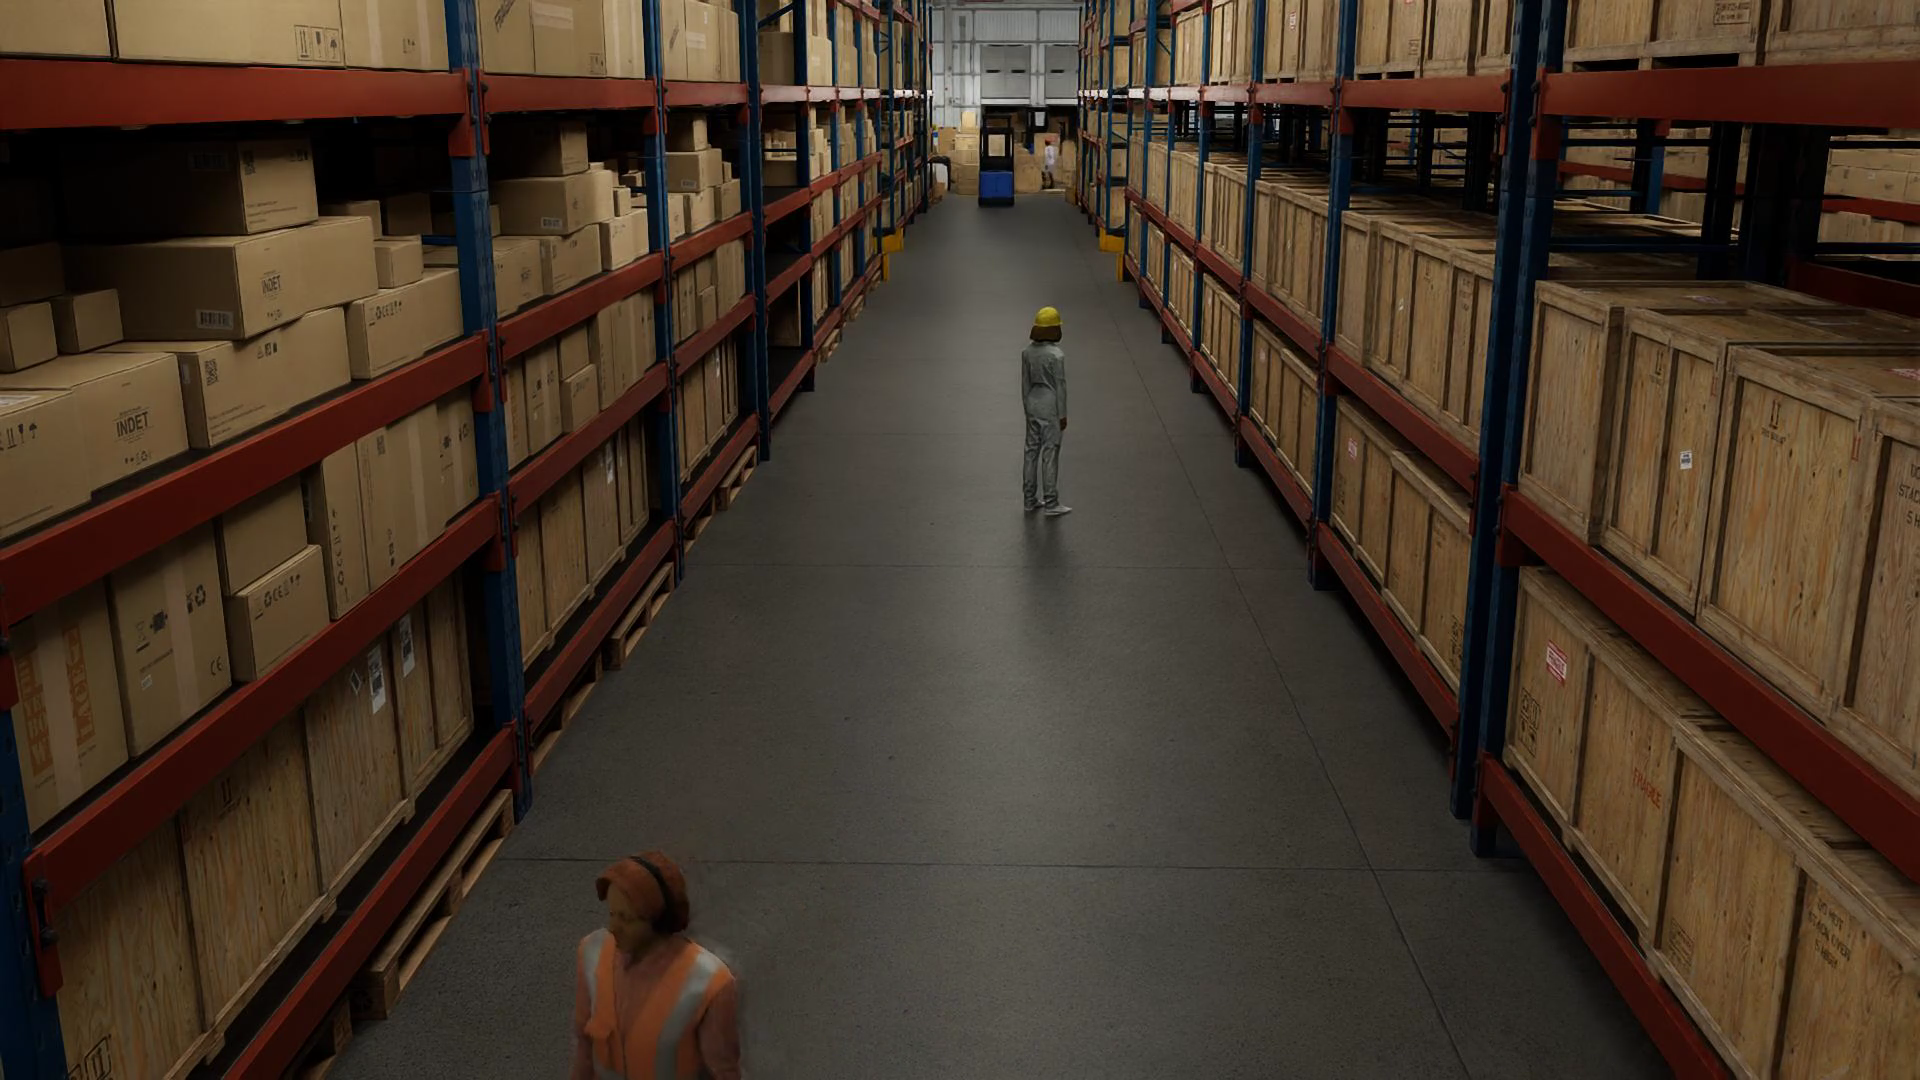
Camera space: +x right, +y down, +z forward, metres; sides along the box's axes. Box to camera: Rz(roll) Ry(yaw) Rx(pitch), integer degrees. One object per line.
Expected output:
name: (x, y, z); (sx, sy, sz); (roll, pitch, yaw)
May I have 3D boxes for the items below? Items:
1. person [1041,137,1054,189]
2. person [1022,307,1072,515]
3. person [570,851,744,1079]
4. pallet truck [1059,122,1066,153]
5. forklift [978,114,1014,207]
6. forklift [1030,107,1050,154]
person: (3.166, -13.857, 61.185); (0.752, 1.908, 0.568); (10, 18, 33)
person: (0.725, -1.083, 13.977); (0.294, 1.744, 0.484); (-13, 20, -40)
person: (-0.766, 1.544, 4.468); (0.530, 1.606, 0.821); (9, 17, 30)
pallet truck: (5.788, -21.111, 88.014); (1.885, 1.965, 0.823); (5, 16, 18)
forklift: (1.144, -11.882, 51.999); (1.129, 2.768, 1.873); (0, 15, 2)
forklift: (3.839, -19.436, 80.107); (1.129, 2.768, 1.873); (-7, 17, -24)
